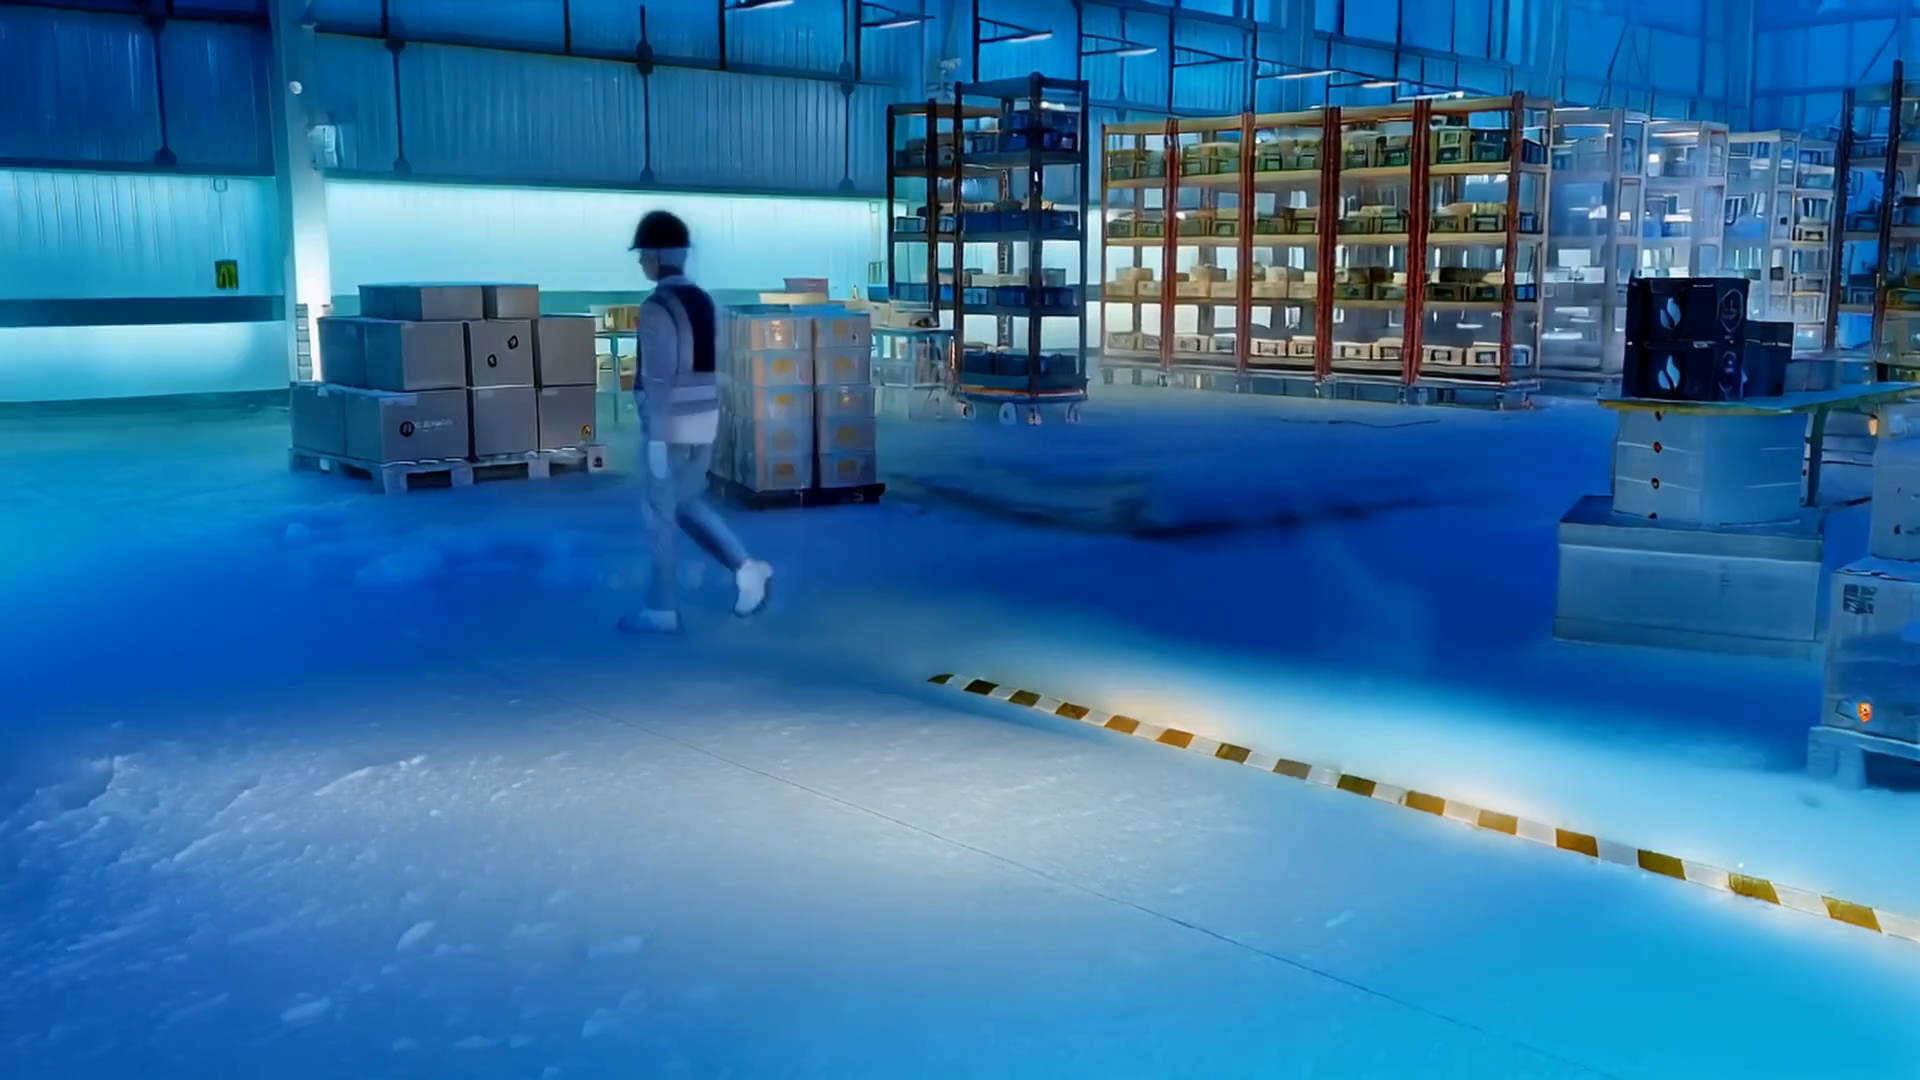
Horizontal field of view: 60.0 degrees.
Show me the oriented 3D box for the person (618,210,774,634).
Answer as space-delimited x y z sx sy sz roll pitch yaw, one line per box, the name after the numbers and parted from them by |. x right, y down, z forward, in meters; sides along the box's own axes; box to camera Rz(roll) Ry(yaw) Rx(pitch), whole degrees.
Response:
-1.247 -0.515 7.546 0.632 1.934 0.621 3 10 15 | person
